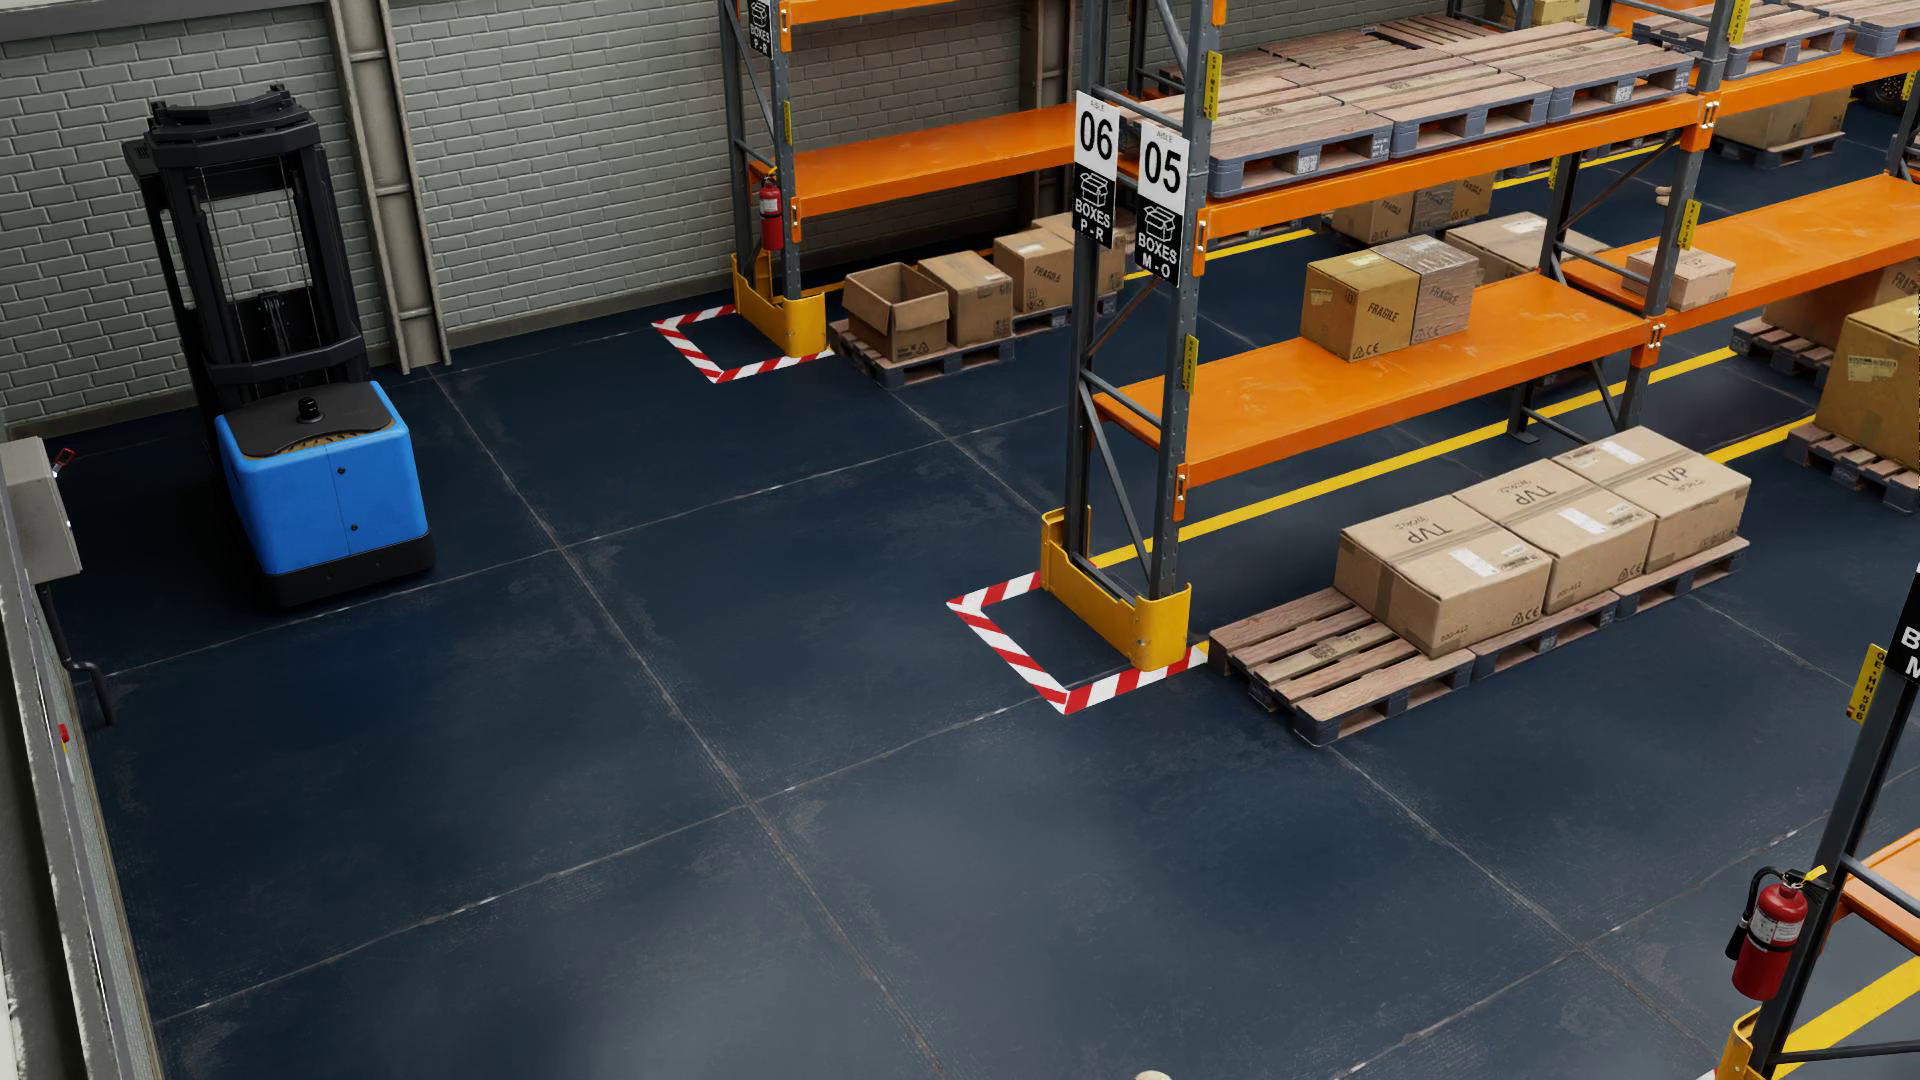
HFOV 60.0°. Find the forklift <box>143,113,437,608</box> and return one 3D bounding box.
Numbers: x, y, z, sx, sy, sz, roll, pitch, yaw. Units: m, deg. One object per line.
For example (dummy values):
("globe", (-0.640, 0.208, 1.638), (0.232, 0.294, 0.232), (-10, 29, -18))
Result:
("forklift", (-4.289, -1.259, 10.509), (1.129, 2.768, 1.873), (-17, 36, -26))

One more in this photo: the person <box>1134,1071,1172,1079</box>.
("person", (0.578, 2.400, 5.607), (0.588, 1.797, 0.394), (-8, 33, -13))

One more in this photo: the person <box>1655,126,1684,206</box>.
("person", (7.167, -4.181, 16.204), (0.402, 1.850, 0.527), (12, 34, 19))

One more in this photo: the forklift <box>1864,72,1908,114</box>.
("forklift", (11.468, -5.645, 18.244), (1.214, 2.155, 2.313), (-17, 36, -26))
